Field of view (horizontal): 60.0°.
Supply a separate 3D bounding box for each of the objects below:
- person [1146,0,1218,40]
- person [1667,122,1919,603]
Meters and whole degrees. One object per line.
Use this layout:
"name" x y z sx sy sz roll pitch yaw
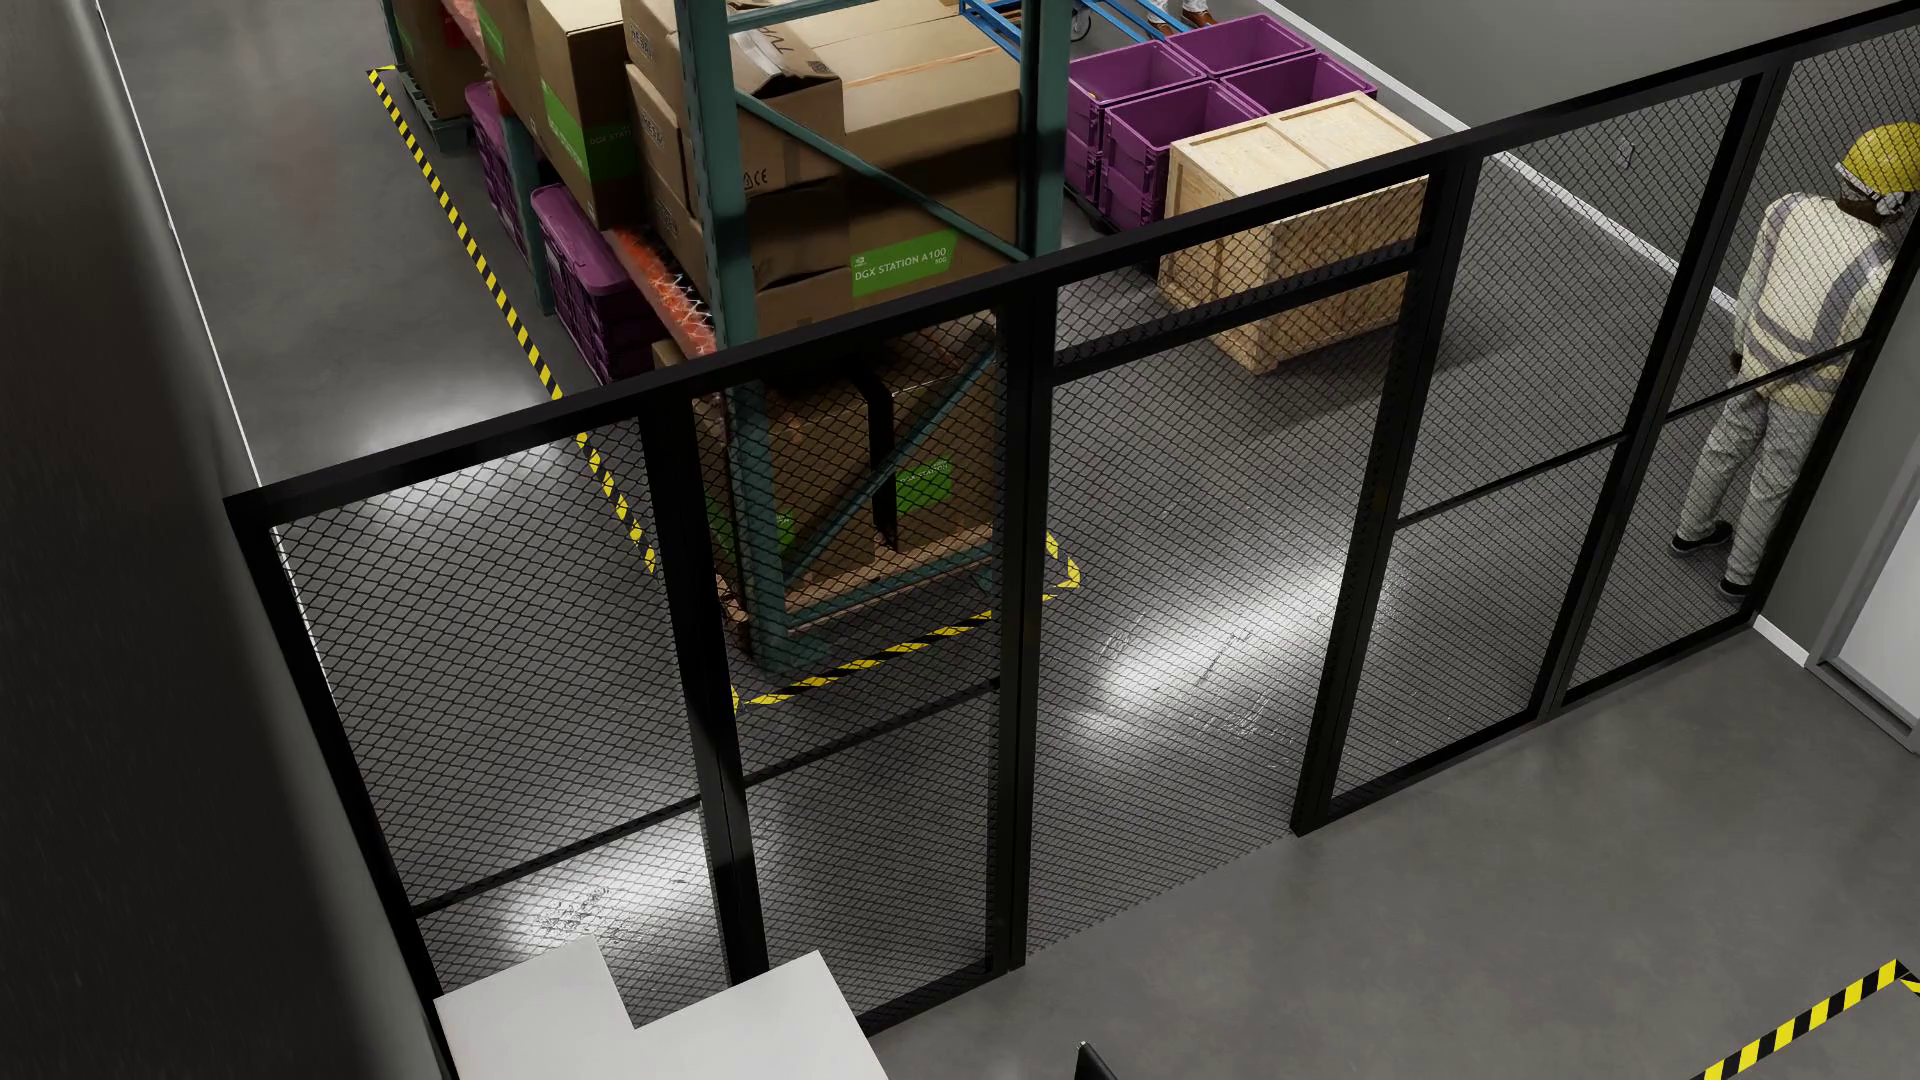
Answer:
"person" 1.277 -3.629 8.916 0.629 1.940 0.373 -21 47 -22
"person" 2.858 -0.576 5.652 0.403 1.834 0.589 -14 44 -15
